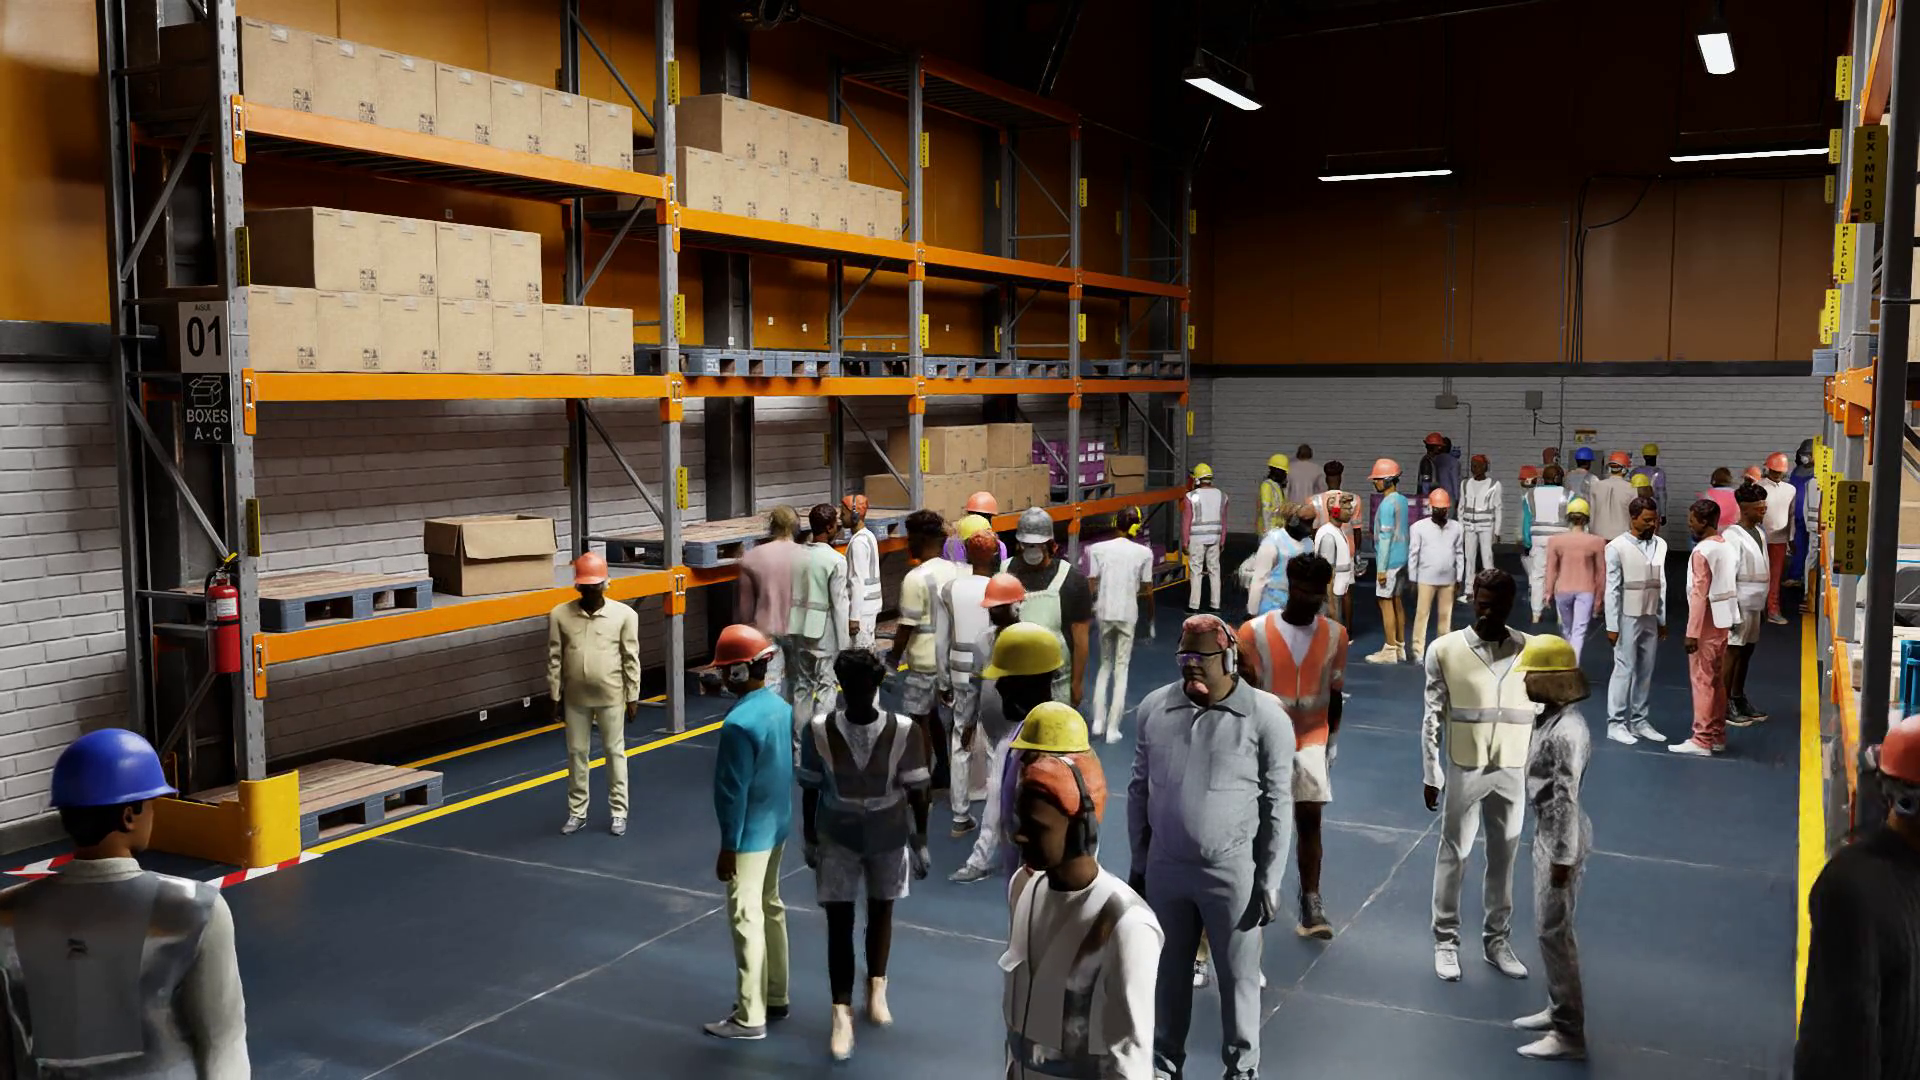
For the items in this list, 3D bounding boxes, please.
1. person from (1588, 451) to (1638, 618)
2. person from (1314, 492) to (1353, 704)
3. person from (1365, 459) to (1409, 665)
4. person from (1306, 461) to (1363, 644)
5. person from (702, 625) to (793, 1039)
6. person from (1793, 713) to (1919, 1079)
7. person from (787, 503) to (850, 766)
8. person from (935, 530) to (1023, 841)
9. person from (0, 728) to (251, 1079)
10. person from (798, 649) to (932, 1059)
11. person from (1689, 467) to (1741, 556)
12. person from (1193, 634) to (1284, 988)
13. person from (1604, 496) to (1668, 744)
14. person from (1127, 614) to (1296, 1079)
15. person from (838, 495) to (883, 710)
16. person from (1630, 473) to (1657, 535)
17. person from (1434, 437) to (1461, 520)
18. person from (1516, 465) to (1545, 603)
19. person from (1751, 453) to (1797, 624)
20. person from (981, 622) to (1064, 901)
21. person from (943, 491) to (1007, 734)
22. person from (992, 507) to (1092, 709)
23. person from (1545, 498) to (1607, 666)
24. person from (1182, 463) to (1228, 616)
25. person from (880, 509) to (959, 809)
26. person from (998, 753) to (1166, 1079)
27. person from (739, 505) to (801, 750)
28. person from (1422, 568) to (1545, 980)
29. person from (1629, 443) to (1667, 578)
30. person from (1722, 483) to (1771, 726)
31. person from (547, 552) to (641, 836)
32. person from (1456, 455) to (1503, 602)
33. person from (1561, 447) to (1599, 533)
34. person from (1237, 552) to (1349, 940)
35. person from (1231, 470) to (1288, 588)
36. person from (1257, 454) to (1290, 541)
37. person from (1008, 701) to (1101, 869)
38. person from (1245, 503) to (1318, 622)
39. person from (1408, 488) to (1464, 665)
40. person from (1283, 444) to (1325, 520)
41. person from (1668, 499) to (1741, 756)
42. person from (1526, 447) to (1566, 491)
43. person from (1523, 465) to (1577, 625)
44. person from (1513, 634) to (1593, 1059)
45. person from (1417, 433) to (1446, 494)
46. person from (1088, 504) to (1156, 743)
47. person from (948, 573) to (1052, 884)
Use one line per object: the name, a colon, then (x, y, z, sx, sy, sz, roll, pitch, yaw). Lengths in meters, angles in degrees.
person: (7.680, -0.048, 19.503, 0.617, 1.986, 0.408, 5, 7, 43)
person: (3.199, 0.500, 14.417, 0.386, 1.837, 0.560, 2, 6, 18)
person: (4.215, 0.215, 16.430, 0.404, 2.035, 0.610, 3, 6, 31)
person: (3.961, 0.136, 17.646, 0.603, 1.958, 0.381, 0, 5, 3)
person: (-0.905, 1.226, 7.094, 0.350, 1.739, 0.575, 1, 5, 14)
person: (2.329, 1.394, 4.045, 0.629, 1.960, 0.753, -3, 6, -26)
person: (-1.018, 0.697, 11.881, 0.391, 1.912, 0.590, -5, 7, -45)
person: (0.136, 0.876, 10.080, 0.587, 1.882, 0.342, 2, 6, 25)
person: (-1.994, 1.418, 3.943, 0.605, 1.943, 0.402, -1, 5, -6)
person: (-0.391, 1.275, 6.902, 0.555, 1.654, 0.751, 0, 5, -5)
person: (8.649, 0.082, 19.019, 0.646, 1.817, 0.509, 1, 5, 6)
person: (1.228, 1.230, 7.618, 0.510, 1.631, 0.269, 0, 5, 4)
person: (5.200, 0.612, 12.824, 0.598, 1.908, 0.402, -3, 6, -28)
person: (0.909, 1.224, 6.223, 0.642, 1.908, 0.407, 3, 6, 29)
person: (-0.805, 0.569, 13.458, 0.352, 1.877, 0.572, 0, 5, 0)
person: (7.900, 0.091, 19.355, 0.320, 1.737, 0.488, -1, 5, -6)
person: (7.708, -0.680, 26.534, 0.372, 1.940, 0.632, -4, 7, -39)
person: (7.211, -0.072, 21.010, 0.516, 1.738, 0.607, 5, 7, 42)
person: (9.316, -0.012, 19.105, 0.611, 1.985, 0.393, 0, 5, -5)
person: (0.270, 1.244, 5.946, 0.398, 1.920, 0.586, -1, 5, -6)
person: (0.138, 0.581, 13.065, 0.549, 1.925, 0.384, 3, 6, 27)
person: (0.432, 0.797, 10.102, 0.680, 2.000, 0.535, 2, 6, 19)
person: (5.635, 0.480, 15.205, 0.534, 1.725, 0.892, 4, 6, 34)
person: (2.911, -0.004, 19.883, 0.596, 1.823, 0.403, -2, 6, -21)
person: (-0.233, 0.774, 10.814, 0.439, 1.952, 0.641, 3, 6, 26)
person: (0.285, 1.443, 4.062, 0.346, 1.877, 0.571, -3, 6, -30)
person: (-1.293, 0.690, 12.127, 0.646, 1.887, 1.044, 0, 5, 3)
person: (2.441, 1.076, 7.755, 0.596, 1.915, 0.372, 0, 5, -5)
person: (9.831, -0.417, 23.753, 0.360, 1.930, 0.588, -3, 6, -31)
person: (6.379, 0.516, 13.519, 0.613, 1.965, 0.361, -5, 7, -44)
person: (-2.239, 0.939, 10.156, 0.568, 1.743, 0.358, 0, 5, 0)
person: (6.543, -0.126, 20.938, 0.624, 1.885, 0.352, 5, 7, 45)
person: (8.230, -0.262, 22.052, 0.416, 1.939, 0.610, -3, 6, -28)
person: (1.655, 1.020, 8.357, 0.646, 1.902, 1.013, 0, 5, 1)
person: (4.023, -0.127, 22.012, 0.771, 1.666, 0.545, 3, 6, 28)
person: (3.851, -0.100, 20.407, 0.384, 1.917, 0.584, 2, 6, 23)
person: (0.301, 1.384, 5.372, 0.294, 1.744, 0.487, 0, 5, -4)
person: (2.678, 0.590, 13.714, 0.943, 1.779, 0.634, 4, 7, 40)
person: (4.686, 0.361, 16.321, 0.573, 1.748, 0.342, -1, 5, -6)
person: (5.111, -0.488, 24.795, 0.637, 1.897, 1.029, 2, 6, 18)
person: (5.589, 0.650, 12.415, 0.410, 1.908, 0.598, 5, 7, 42)
person: (8.131, -0.330, 22.943, 0.409, 1.906, 0.652, -4, 7, -37)
person: (6.817, 0.055, 19.175, 0.620, 1.840, 0.430, 4, 7, 36)
person: (2.446, 1.250, 6.897, 0.326, 1.729, 0.492, 1, 5, 13)
person: (7.207, -0.624, 25.453, 0.418, 2.035, 0.609, 2, 6, 23)
person: (1.231, 0.643, 12.864, 0.534, 1.828, 0.551, 2, 6, 16)
person: (0.279, 1.029, 9.409, 0.909, 1.708, 0.581, -4, 7, -39)
